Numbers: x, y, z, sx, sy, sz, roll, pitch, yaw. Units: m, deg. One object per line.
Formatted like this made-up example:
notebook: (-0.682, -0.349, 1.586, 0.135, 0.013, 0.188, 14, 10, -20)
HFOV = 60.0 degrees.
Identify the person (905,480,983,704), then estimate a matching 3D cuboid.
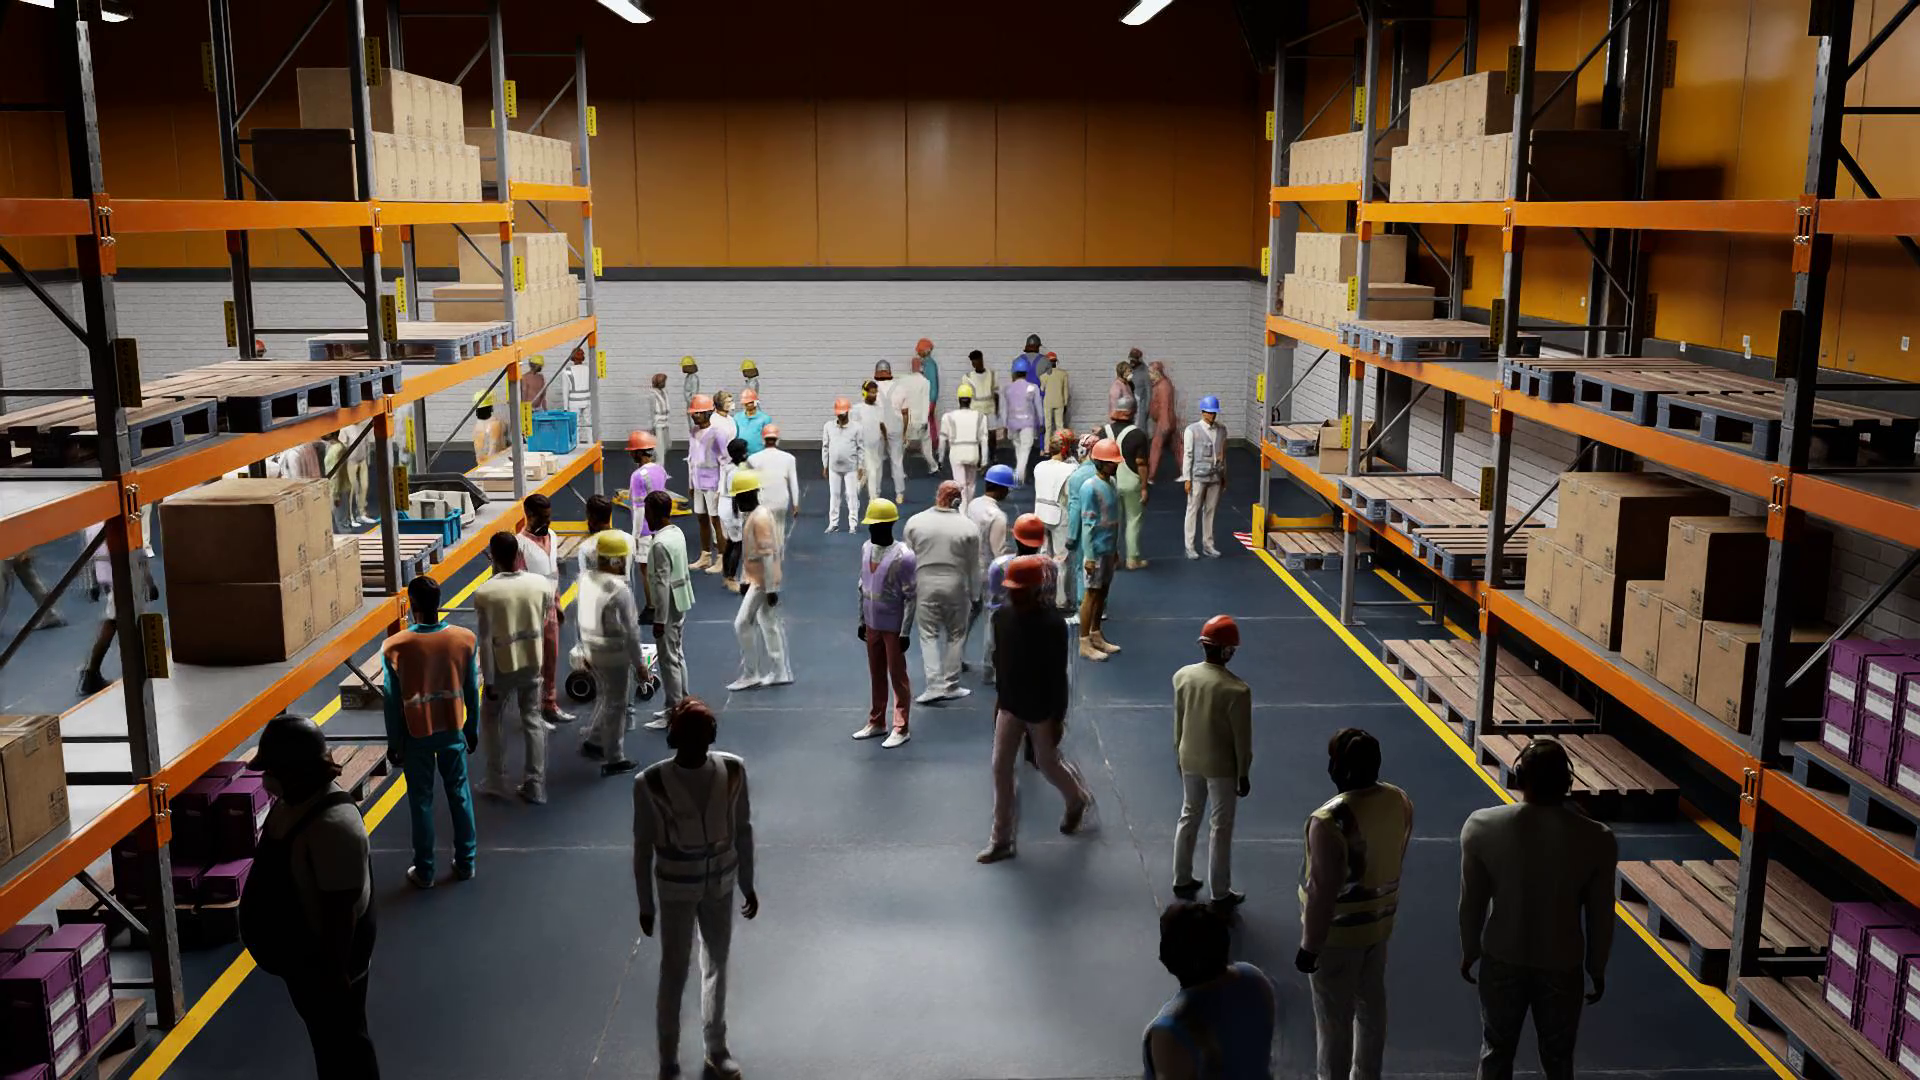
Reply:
person: (-0.157, 0.440, 13.866, 0.676, 1.870, 0.575, 2, 11, 9)

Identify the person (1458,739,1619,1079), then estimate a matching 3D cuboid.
person: (2.416, 1.768, 7.025, 0.630, 1.940, 0.372, 4, 12, 19)

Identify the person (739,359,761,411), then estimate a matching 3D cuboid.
person: (-3.329, -2.003, 26.455, 0.321, 1.737, 0.483, -1, 11, -5)

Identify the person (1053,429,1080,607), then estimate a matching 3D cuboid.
person: (1.063, -0.221, 17.172, 0.382, 1.877, 0.612, -2, 12, -12)

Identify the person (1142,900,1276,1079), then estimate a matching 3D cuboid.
person: (0.781, 2.089, 5.779, 0.634, 1.789, 0.960, -11, 16, -43)

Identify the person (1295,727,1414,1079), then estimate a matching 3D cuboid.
person: (1.727, 1.731, 7.453, 0.627, 1.844, 0.429, -10, 15, -40)

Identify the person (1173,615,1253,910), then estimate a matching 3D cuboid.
person: (1.512, 1.300, 9.872, 0.354, 1.742, 0.561, -10, 15, -41)

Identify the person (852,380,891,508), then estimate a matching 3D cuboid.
person: (-1.262, -1.265, 22.498, 0.578, 1.831, 0.861, -10, 15, -40)

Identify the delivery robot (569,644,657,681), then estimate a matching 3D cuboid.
delivery robot: (-2.920, 1.011, 14.067, 0.707, 0.478, 0.477, 0, 11, 2)

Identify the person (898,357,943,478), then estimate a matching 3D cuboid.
person: (-0.688, -1.877, 25.561, 0.665, 1.845, 1.021, 8, 14, 36)

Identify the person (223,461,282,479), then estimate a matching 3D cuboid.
person: (-7.172, -0.162, 16.960, 0.562, 1.838, 0.388, -6, 13, -29)

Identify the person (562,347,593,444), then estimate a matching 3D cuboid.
person: (-6.150, -2.172, 26.925, 0.574, 1.883, 0.356, -7, 13, -30)

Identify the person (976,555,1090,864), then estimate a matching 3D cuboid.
person: (0.498, 1.036, 10.639, 0.614, 1.968, 0.909, 10, 15, 41)

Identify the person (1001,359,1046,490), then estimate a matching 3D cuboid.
person: (0.912, -1.712, 24.554, 0.616, 1.908, 0.918, 6, 13, 26)

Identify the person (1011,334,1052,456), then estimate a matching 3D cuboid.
person: (1.216, -2.427, 27.800, 0.688, 2.000, 0.536, 2, 11, 9)

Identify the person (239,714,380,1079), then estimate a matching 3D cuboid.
person: (-2.773, 1.704, 7.088, 0.536, 2.000, 0.684, -8, 14, -36)

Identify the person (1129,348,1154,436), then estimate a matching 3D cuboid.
person: (2.834, -2.173, 26.948, 0.660, 1.870, 0.691, 10, 15, 40)

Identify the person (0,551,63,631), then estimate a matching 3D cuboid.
person: (-9.212, 0.047, 16.018, 0.947, 1.800, 0.573, -7, 13, -33)

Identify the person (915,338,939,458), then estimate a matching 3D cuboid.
person: (-0.552, -2.358, 27.611, 0.408, 2.000, 0.619, -3, 12, -14)

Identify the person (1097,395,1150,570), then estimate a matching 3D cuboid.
person: (1.893, -0.662, 18.954, 0.705, 2.000, 0.541, 9, 14, 37)

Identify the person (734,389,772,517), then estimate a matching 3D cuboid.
person: (-2.759, -1.134, 22.037, 0.568, 1.750, 0.342, 4, 12, 17)

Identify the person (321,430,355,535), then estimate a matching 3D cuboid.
person: (-7.167, -0.552, 19.119, 0.339, 1.761, 0.524, -3, 12, -15)

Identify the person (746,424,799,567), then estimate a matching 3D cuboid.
person: (-2.144, -0.450, 18.685, 0.583, 1.714, 0.826, -4, 12, -20)

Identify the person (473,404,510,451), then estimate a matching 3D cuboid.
person: (-5.975, -0.994, 21.537, 0.588, 1.670, 0.546, 9, 14, 38)

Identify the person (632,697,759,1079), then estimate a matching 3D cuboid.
person: (-1.229, 1.647, 7.797, 0.583, 1.877, 0.381, -7, 13, -30)

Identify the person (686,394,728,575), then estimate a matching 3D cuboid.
person: (-2.872, -0.624, 18.756, 0.611, 2.042, 0.394, 11, 15, 43)

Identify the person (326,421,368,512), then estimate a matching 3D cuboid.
person: (-8.401, -1.235, 22.714, 0.504, 1.700, 0.813, -2, 11, -9)

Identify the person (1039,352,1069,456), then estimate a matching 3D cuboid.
person: (1.537, -2.270, 27.756, 0.565, 1.744, 0.339, -3, 12, -16)

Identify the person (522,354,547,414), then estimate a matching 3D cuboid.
person: (-7.062, -2.179, 27.330, 0.550, 1.739, 0.554, 5, 12, 24)

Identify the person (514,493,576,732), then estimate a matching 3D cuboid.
person: (-3.344, 0.566, 13.135, 0.401, 1.908, 0.603, 3, 12, 14)

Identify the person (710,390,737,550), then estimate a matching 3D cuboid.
person: (-2.851, -0.840, 20.102, 0.372, 1.940, 0.630, 2, 11, 10)

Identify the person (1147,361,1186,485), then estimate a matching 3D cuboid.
person: (3.078, -1.746, 24.894, 0.887, 1.862, 0.679, 1, 11, 7)

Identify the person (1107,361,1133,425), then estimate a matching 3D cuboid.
person: (2.319, -1.630, 24.103, 0.367, 1.932, 0.622, 4, 12, 19)

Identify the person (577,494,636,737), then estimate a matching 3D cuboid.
person: (-2.748, 0.591, 13.009, 0.405, 1.909, 0.597, 6, 13, 29)

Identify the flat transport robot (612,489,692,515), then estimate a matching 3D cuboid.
flat transport robot: (-4.218, -0.527, 22.728, 0.652, 0.197, 1.431, -6, 13, -29)

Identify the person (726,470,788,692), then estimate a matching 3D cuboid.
person: (-1.803, 0.345, 14.244, 0.691, 1.897, 0.629, -3, 12, -13)

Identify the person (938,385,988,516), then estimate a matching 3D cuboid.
person: (0.046, -1.039, 21.279, 0.596, 1.871, 0.983, -3, 12, -14)

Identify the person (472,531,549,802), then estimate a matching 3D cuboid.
person: (-3.156, 0.870, 11.632, 0.577, 1.890, 0.697, -9, 15, -40)

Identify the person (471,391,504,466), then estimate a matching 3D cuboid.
person: (-5.825, -0.873, 20.346, 0.604, 1.904, 0.598, -11, 15, -43)

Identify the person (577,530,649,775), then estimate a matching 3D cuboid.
person: (-2.522, 0.824, 12.072, 0.418, 1.816, 0.595, -9, 14, -37)

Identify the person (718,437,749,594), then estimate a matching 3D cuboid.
person: (-2.435, -0.276, 17.886, 0.334, 1.686, 0.618, -2, 11, -11)

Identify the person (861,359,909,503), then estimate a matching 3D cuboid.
person: (-1.060, -1.523, 23.269, 0.675, 2.000, 0.537, -2, 11, -8)

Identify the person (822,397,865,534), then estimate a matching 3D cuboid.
person: (-1.487, -0.945, 21.099, 0.561, 1.749, 0.331, 2, 12, 12)

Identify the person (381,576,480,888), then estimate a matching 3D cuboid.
person: (-3.198, 1.167, 10.128, 0.584, 1.911, 0.390, -9, 14, -38)

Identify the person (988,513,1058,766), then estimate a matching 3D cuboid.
person: (0.477, 0.744, 12.188, 0.544, 1.927, 0.385, -4, 12, -19)

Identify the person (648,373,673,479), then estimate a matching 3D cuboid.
person: (-4.638, -1.744, 25.429, 0.468, 1.628, 0.527, 4, 12, 18)

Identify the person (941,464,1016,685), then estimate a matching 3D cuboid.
person: (0.185, 0.294, 14.467, 0.575, 1.920, 0.791, -5, 12, -25)

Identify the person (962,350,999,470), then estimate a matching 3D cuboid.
person: (0.318, -2.030, 26.107, 0.619, 1.921, 0.520, -2, 11, -8)

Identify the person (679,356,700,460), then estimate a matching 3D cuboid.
person: (-4.383, -2.130, 27.084, 0.332, 1.735, 0.491, -5, 12, -23)

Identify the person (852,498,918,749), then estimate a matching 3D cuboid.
person: (-0.579, 0.629, 12.766, 0.588, 1.927, 0.370, 11, 16, 43)

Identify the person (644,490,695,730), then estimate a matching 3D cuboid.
person: (-2.316, 0.550, 13.221, 0.404, 1.908, 0.597, 0, 11, 0)

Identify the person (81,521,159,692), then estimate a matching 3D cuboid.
person: (-7.258, 0.334, 14.370, 0.559, 1.883, 1.013, 6, 13, 30)

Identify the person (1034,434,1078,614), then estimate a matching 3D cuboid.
person: (0.964, -0.163, 16.971, 0.383, 1.836, 0.566, -9, 14, -39)

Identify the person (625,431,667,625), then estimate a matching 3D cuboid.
person: (-3.122, -0.123, 16.509, 0.355, 1.938, 0.544, 3, 12, 16)

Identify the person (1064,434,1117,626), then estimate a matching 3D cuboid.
person: (1.263, -0.102, 16.485, 0.409, 1.909, 0.640, 9, 15, 40)

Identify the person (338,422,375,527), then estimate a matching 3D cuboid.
person: (-7.862, -0.981, 21.601, 0.296, 1.622, 0.550, 5, 12, 22)

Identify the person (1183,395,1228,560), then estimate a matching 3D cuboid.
person: (2.897, -0.742, 19.585, 0.612, 1.946, 0.405, -6, 13, -27)

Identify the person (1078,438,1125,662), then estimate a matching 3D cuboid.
person: (1.314, 0.082, 15.214, 0.392, 2.041, 0.615, 6, 13, 27)
